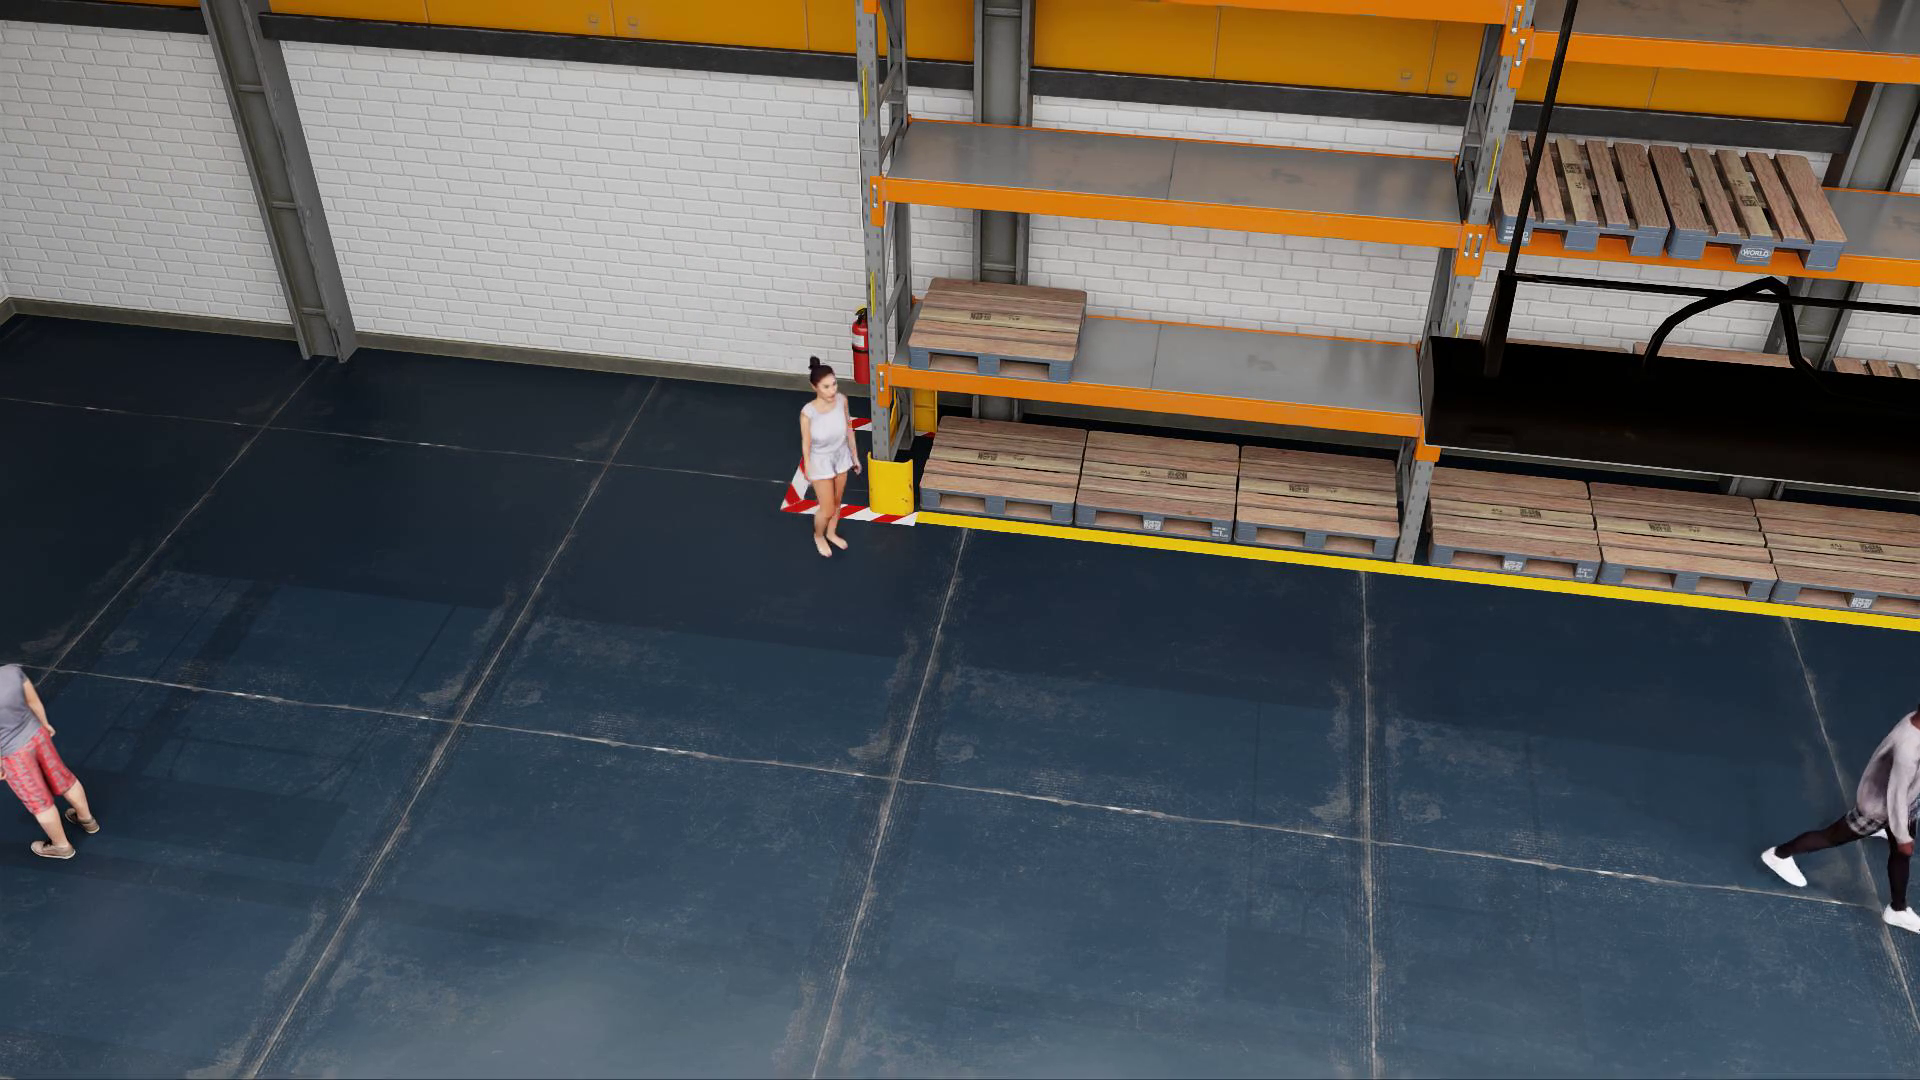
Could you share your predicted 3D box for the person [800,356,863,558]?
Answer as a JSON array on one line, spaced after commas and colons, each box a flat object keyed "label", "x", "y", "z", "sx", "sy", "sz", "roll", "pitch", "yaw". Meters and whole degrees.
[{"label": "person", "x": -1.010, "y": -0.621, "z": 12.172, "sx": 0.674, "sy": 1.603, "sz": 0.714, "roll": -32, "pitch": 48, "yaw": -33}]

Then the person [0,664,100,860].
[{"label": "person", "x": -5.542, "y": 1.221, "z": 9.829, "sx": 0.589, "sy": 1.649, "sz": 0.631, "roll": 14, "pitch": 41, "yaw": 17}]

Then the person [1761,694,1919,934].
[{"label": "person", "x": 5.136, "y": 1.463, "z": 9.468, "sx": 1.113, "sy": 1.721, "sz": 1.268, "roll": -31, "pitch": 48, "yaw": -33}]
